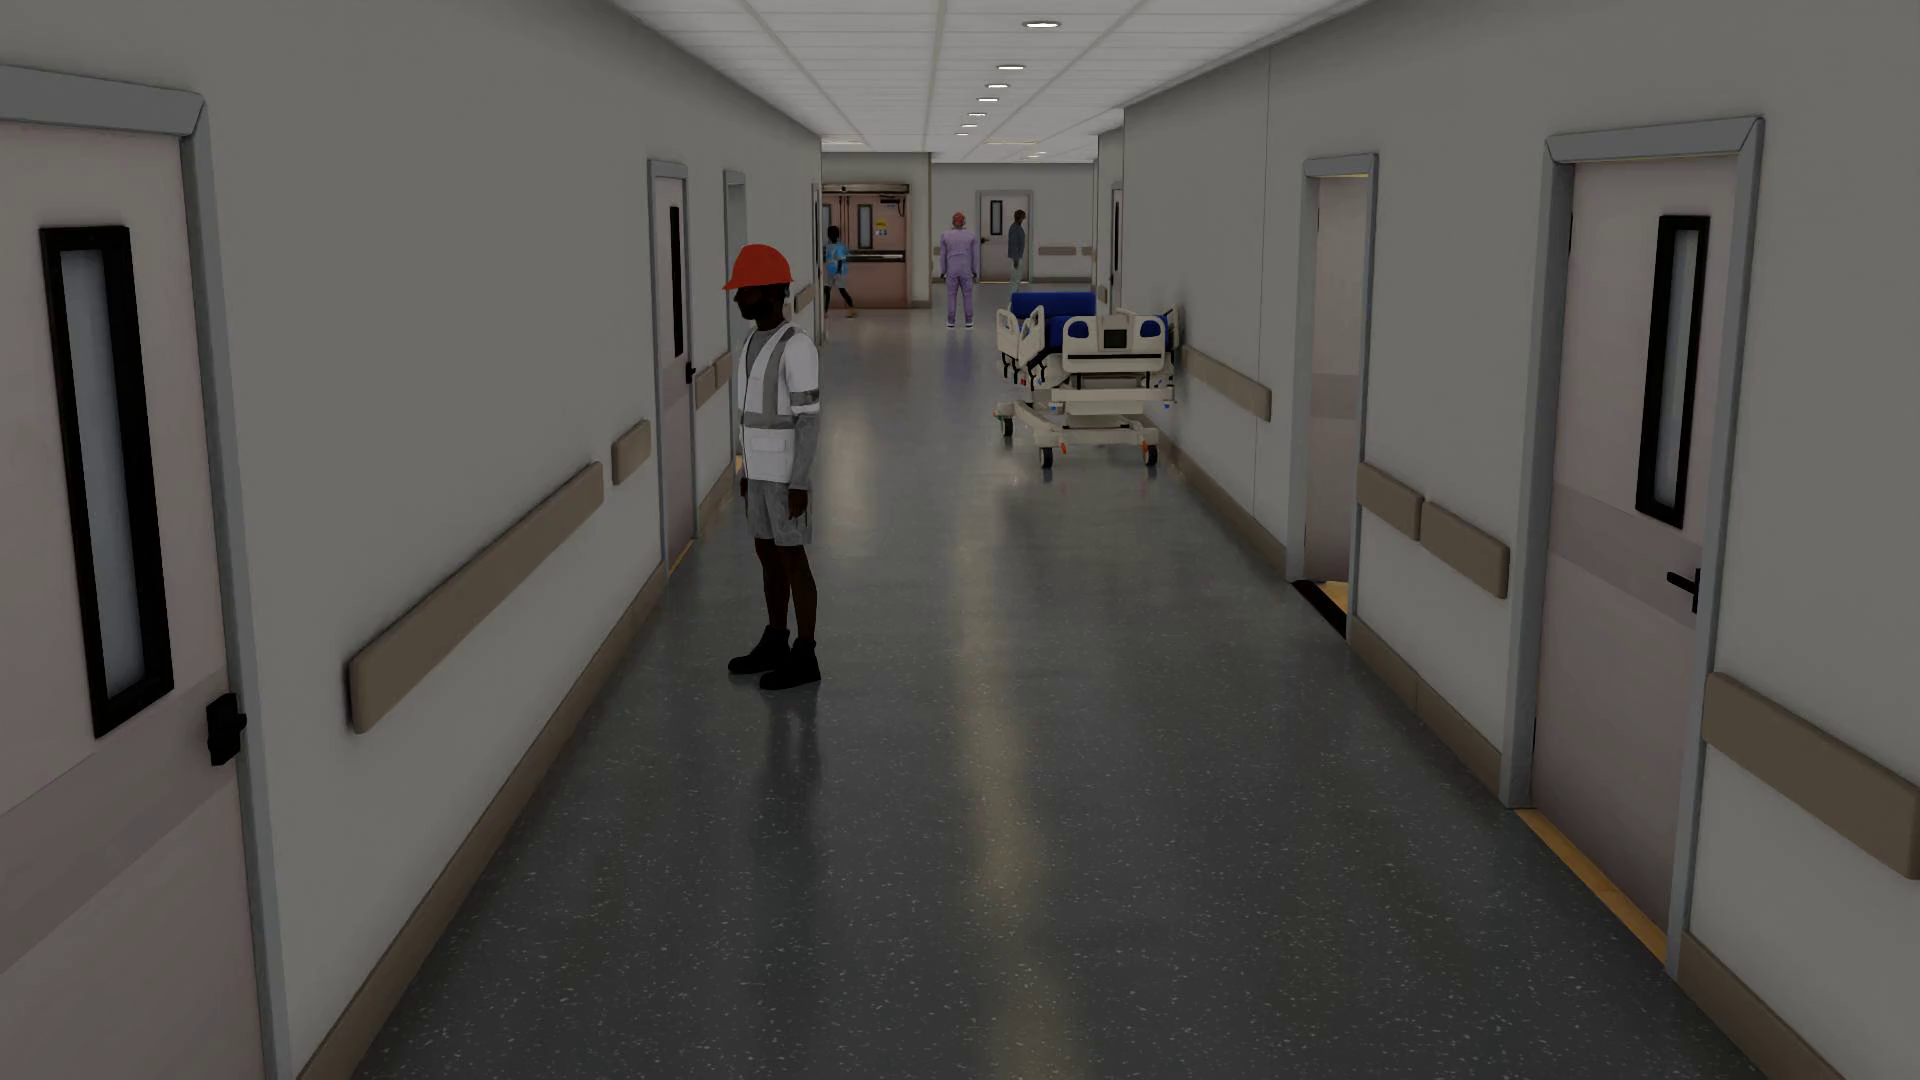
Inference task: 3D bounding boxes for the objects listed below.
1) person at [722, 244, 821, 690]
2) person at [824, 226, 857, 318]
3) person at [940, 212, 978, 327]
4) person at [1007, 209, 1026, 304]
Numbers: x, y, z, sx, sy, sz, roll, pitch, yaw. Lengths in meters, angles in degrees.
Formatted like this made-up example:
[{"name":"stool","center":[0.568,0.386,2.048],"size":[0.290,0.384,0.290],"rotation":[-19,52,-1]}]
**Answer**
[{"name":"person","center":[-0.834,-0.312,7.275],"size":[0.373,1.934,0.551],"rotation":[-8,14,-33]},{"name":"person","center":[-2.202,-4.796,29.842],"size":[0.817,1.676,0.537],"rotation":[-9,15,-37]},{"name":"person","center":[-0.018,-4.509,27.797],"size":[0.638,1.909,0.408],"rotation":[0,12,-2]},{"name":"person","center":[1.121,-5.514,32.649],"size":[0.372,1.929,0.636],"rotation":[2,12,10]}]
